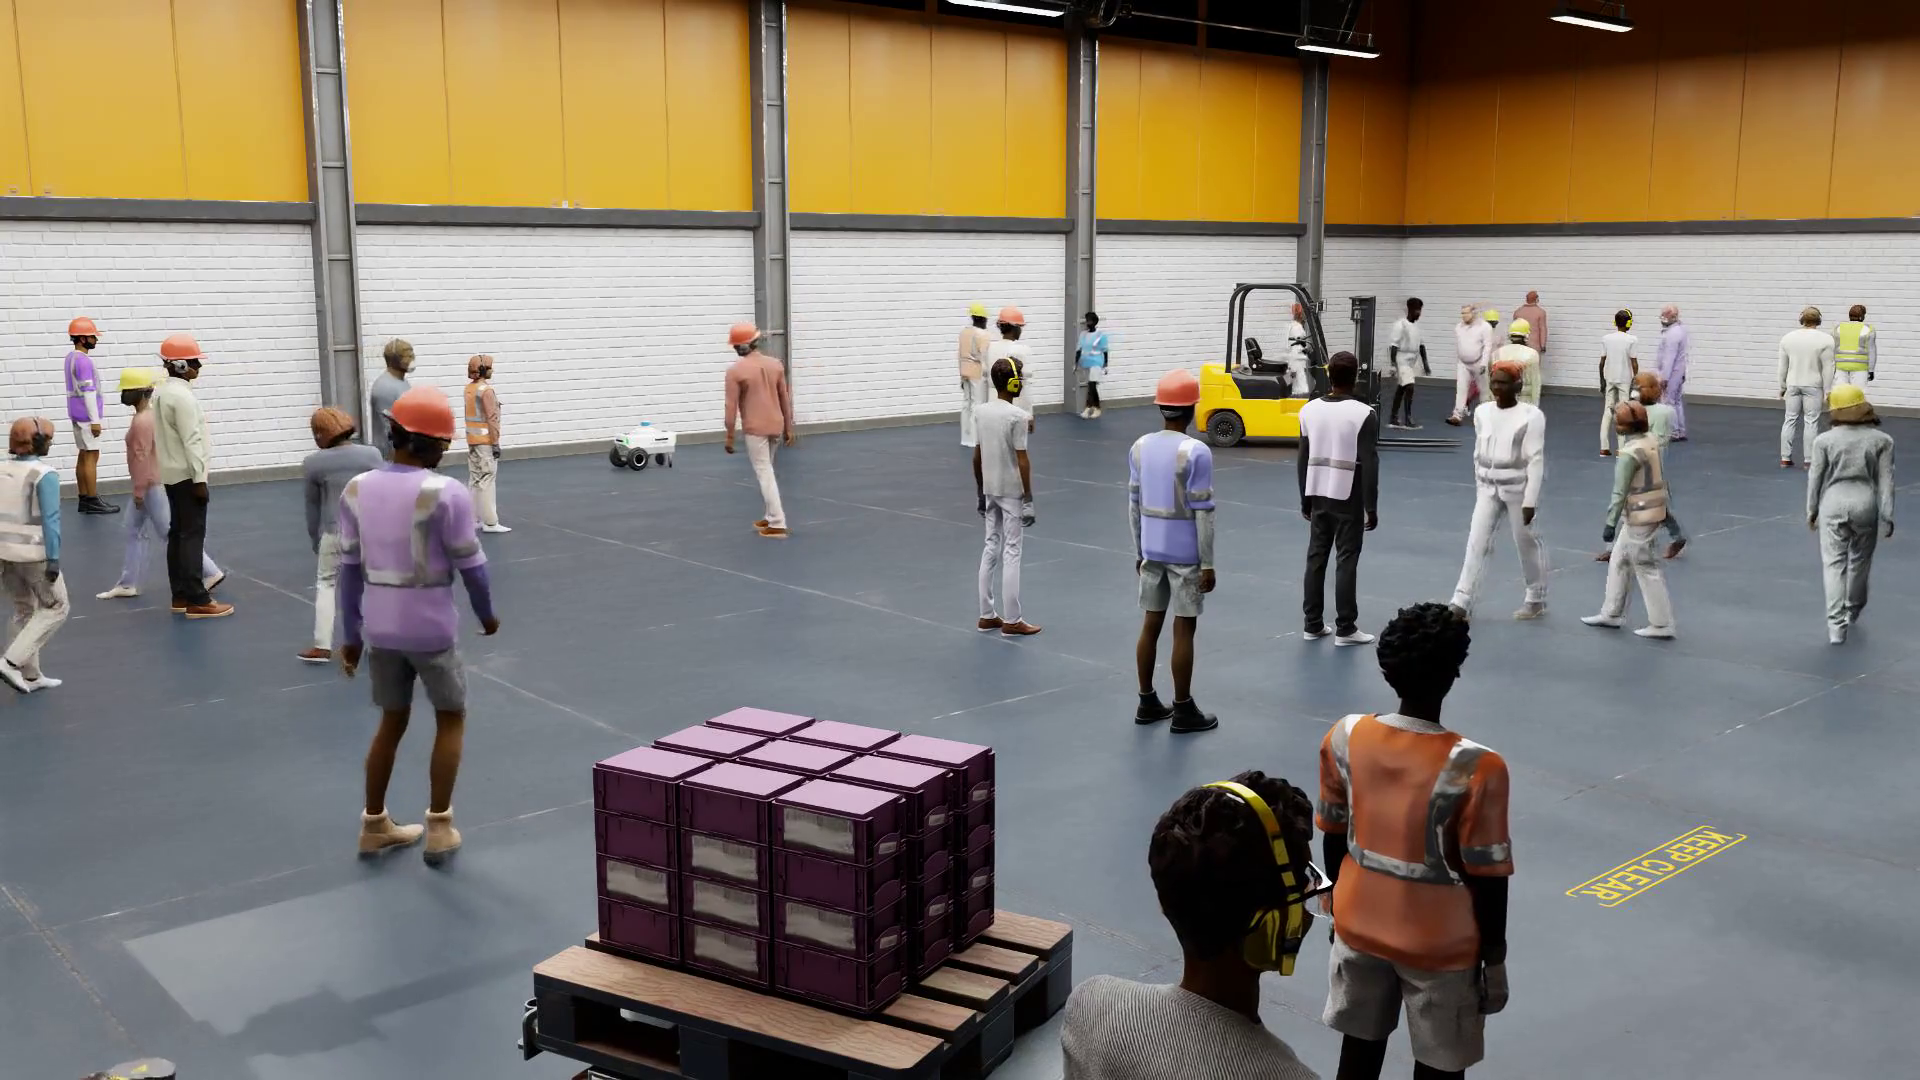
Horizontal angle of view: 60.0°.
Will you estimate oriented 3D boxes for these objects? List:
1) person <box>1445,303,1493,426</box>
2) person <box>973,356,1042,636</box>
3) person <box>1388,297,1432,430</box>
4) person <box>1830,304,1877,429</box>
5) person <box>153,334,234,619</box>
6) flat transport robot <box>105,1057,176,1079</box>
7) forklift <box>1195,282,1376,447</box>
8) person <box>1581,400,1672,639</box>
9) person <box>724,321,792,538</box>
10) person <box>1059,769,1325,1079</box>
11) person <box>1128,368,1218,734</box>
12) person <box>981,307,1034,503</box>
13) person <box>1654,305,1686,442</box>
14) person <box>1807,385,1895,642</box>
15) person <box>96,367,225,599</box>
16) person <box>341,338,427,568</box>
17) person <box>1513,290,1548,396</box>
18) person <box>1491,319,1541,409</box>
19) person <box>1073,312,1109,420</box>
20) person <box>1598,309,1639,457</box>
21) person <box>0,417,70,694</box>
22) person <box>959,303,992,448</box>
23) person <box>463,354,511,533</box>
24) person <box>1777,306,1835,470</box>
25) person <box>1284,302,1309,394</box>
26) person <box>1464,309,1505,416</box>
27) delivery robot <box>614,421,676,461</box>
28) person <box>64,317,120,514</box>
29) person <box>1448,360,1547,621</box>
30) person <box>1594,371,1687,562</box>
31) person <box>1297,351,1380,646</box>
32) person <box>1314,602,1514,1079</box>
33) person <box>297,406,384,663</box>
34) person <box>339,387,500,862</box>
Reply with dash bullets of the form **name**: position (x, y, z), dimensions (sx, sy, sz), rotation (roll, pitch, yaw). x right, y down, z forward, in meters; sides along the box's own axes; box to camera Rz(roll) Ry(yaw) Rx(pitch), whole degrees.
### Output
- **person**: position (7.660, -2.625, 24.910), dimensions (0.641, 1.834, 1.048), rotation (8, 13, 39)
- **person**: position (0.311, -0.286, 11.142), dimensions (0.320, 1.861, 0.533), rotation (-9, 13, -41)
- **person**: position (6.593, -2.571, 24.289), dimensions (0.750, 1.926, 0.641), rotation (8, 13, 40)
- **person**: position (12.826, -2.454, 23.891), dimensions (0.429, 1.843, 0.633), rotation (-9, 13, -41)
- **person**: position (-5.427, -0.447, 11.690), dimensions (0.381, 1.994, 0.622), rotation (-9, 13, -41)
- **flat transport robot**: position (-2.377, 1.711, 4.094), dimensions (0.652, 0.197, 1.431), rotation (4, 11, 23)
- **forklift**: position (4.328, -2.346, 22.227), dimensions (2.313, 2.155, 1.214), rotation (3, 10, 16)
- **person**: position (4.441, -0.138, 11.028), dimensions (0.673, 1.590, 0.576), rotation (6, 12, 33)
- **person**: position (-1.824, -0.989, 14.983), dimensions (0.624, 1.951, 0.647), rotation (8, 13, 39)
- **person**: position (0.352, 1.228, 2.283), dimensions (0.320, 1.861, 0.533), rotation (-9, 13, -41)
- **person**: position (1.150, 0.059, 8.881), dimensions (0.342, 1.942, 0.552), rotation (-9, 13, -41)
- **person**: position (0.495, -1.305, 16.633), dimensions (0.640, 2.029, 0.461), rotation (8, 12, 39)
- **person**: position (9.719, -2.261, 22.689), dimensions (0.471, 1.870, 0.776), rotation (6, 11, 30)
- **person**: position (5.935, -0.190, 11.101), dimensions (0.519, 1.673, 0.909), rotation (5, 11, 25)
- **person**: position (-5.949, -0.423, 12.320), dimensions (0.873, 1.732, 0.530), rotation (-4, 10, -22)
- **person**: position (-4.520, -0.668, 13.326), dimensions (1.041, 1.885, 0.649), rotation (0, 10, -1)
- **person**: position (10.337, -3.554, 30.121), dimensions (0.410, 1.913, 0.651), rotation (-9, 13, -41)
- **person**: position (6.294, -1.576, 18.800), dimensions (0.404, 1.828, 0.604), rotation (-8, 13, -41)
- **person**: position (1.966, -2.684, 25.717), dimensions (0.551, 1.662, 0.802), rotation (9, 13, 43)
- **person**: position (8.314, -1.969, 20.966), dimensions (0.318, 1.870, 0.532), rotation (-9, 13, -41)
- **person**: position (-5.386, 0.107, 9.552), dimensions (0.525, 1.619, 0.486), rotation (5, 11, 25)
- **person**: position (0.201, -2.180, 22.106), dimensions (0.441, 1.912, 0.633), rotation (-6, 12, -32)
- **person**: position (-4.372, -0.880, 15.264), dimensions (0.306, 1.640, 0.523), rotation (-9, 13, -41)
- **person**: position (10.059, -1.802, 19.788), dimensions (0.364, 1.939, 0.636), rotation (-9, 13, -41)
- **person**: position (4.898, -2.536, 24.303), dimensions (0.486, 1.869, 0.572), rotation (1, 10, 6)
- **person**: position (8.070, -2.686, 25.558), dimensions (0.556, 1.737, 0.671), rotation (-2, 10, -10)
- **delivery robot**: position (-3.769, -1.183, 19.937), dimensions (0.707, 0.478, 0.477), rotation (-8, 13, -40)
- **person**: position (-8.580, -1.221, 16.391), dimensions (0.356, 1.937, 0.552), rotation (-9, 13, -41)
- **person**: position (3.738, -0.316, 11.432), dimensions (1.004, 1.827, 0.597), rotation (-7, 12, -37)
- **person**: position (5.717, -0.609, 13.808), dimensions (0.834, 1.597, 0.498), rotation (-4, 10, -21)
- **person**: position (2.465, -0.269, 10.863), dimensions (0.383, 1.921, 0.597), rotation (-9, 13, -41)
- **person**: position (1.127, 0.990, 4.139), dimensions (0.316, 1.700, 0.540), rotation (-9, 13, -41)
- **person**: position (-3.839, -0.026, 10.353), dimensions (0.624, 1.613, 0.383), rotation (-1, 10, -5)
- **person**: position (-2.231, 0.360, 6.962), dimensions (0.633, 2.001, 0.522), rotation (4, 10, 22)
